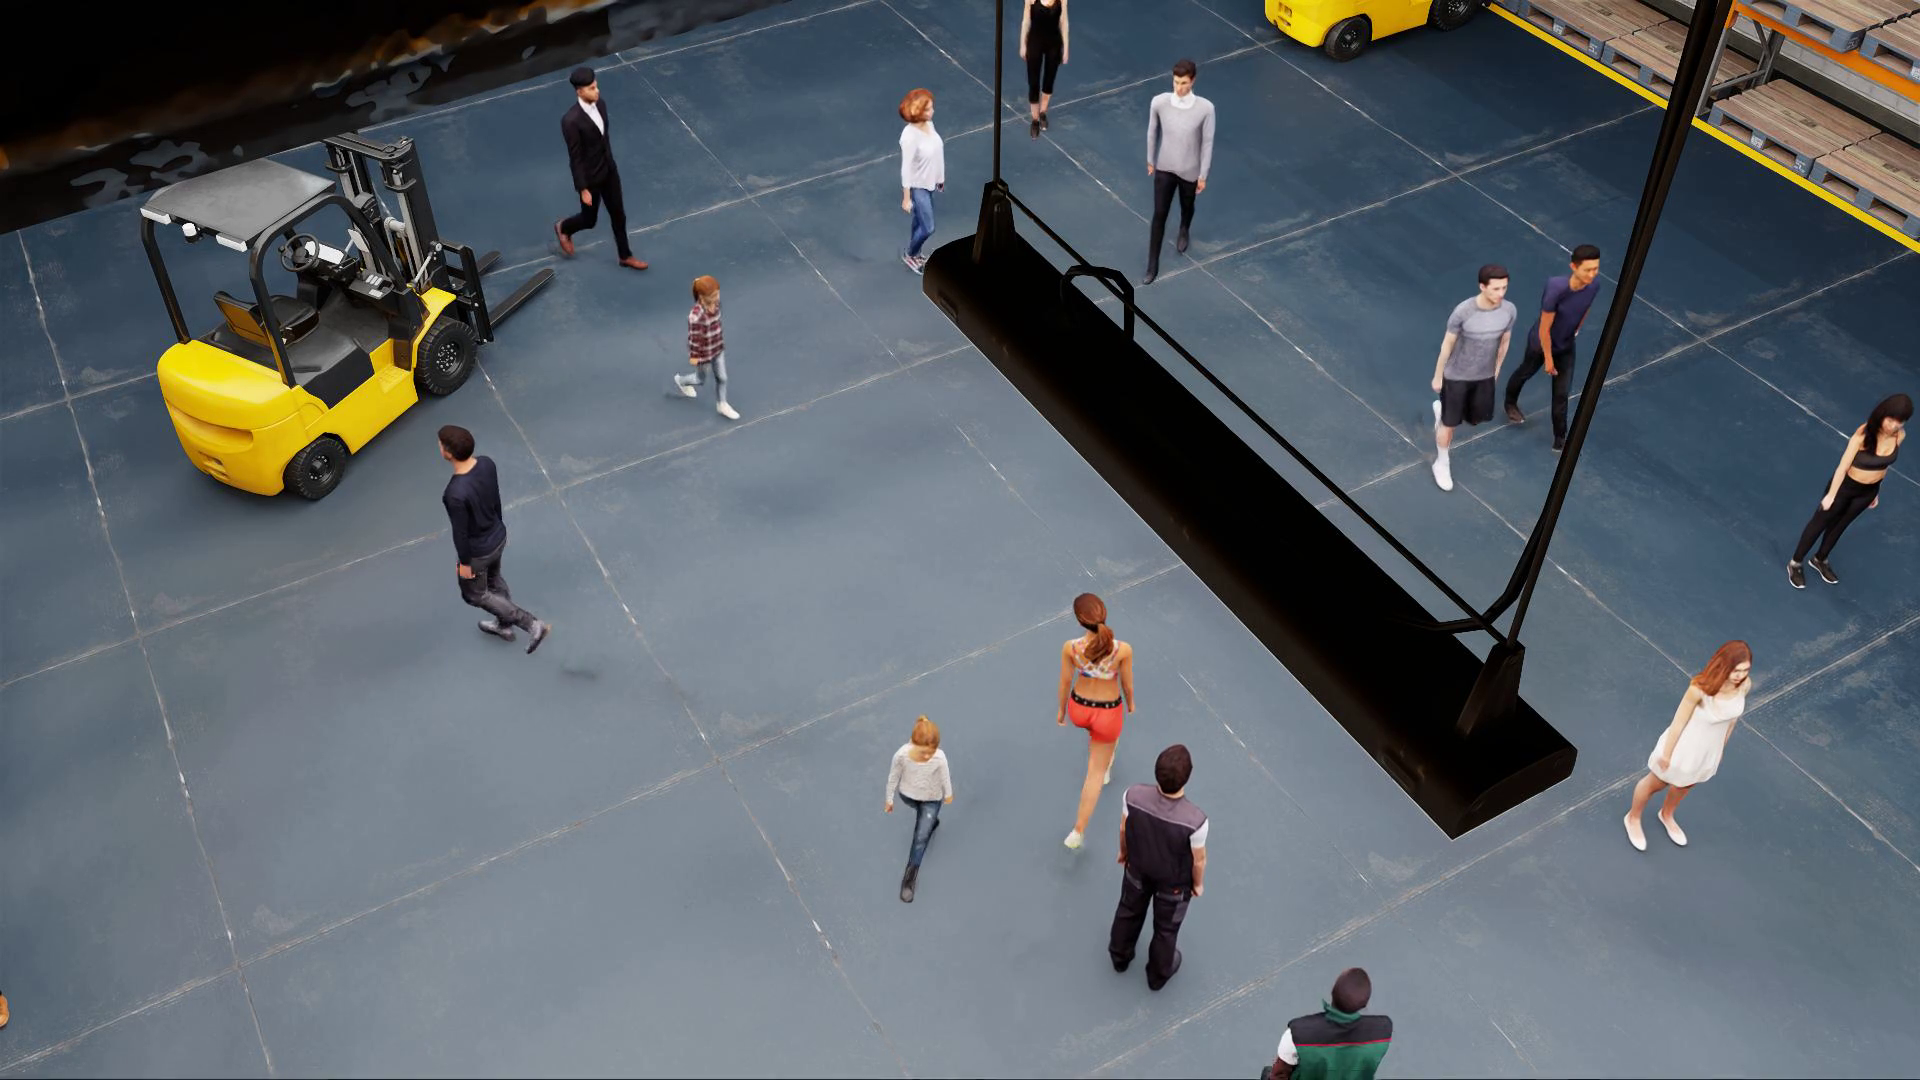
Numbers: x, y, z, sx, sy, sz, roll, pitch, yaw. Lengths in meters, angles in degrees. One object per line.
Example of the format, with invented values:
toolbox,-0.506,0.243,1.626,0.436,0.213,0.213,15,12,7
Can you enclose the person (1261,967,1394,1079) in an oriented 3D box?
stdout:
person,1.746,2.746,7.955,1.064,1.789,1.222,2,44,2

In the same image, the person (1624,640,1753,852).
person,4.256,1.173,9.664,0.628,1.709,0.620,-7,44,-7

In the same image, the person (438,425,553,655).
person,-3.015,0.049,10.741,1.015,1.853,0.948,12,45,12

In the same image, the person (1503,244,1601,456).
person,4.383,-1.527,12.473,0.819,1.745,1.137,-11,45,-11

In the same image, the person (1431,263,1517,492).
person,3.666,-1.277,12.133,0.888,1.851,1.054,-4,44,-4

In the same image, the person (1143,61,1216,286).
person,1.898,-3.198,14.135,1.258,1.871,1.311,11,45,11

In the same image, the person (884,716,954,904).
person,-0.204,1.432,9.705,0.906,1.279,0.942,13,45,14

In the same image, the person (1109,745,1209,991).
person,1.071,1.766,8.945,0.700,1.844,0.811,23,48,22

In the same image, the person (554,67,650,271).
person,-3.163,-3.122,14.066,1.248,1.856,1.075,20,47,20

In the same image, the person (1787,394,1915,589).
person,6.076,-0.361,11.324,0.617,1.641,0.609,-6,44,-6

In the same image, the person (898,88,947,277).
person,-0.417,-3.051,14.100,0.784,1.707,0.759,18,47,18

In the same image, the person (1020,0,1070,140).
person,0.804,-4.747,15.874,0.755,1.716,0.831,-3,44,-3

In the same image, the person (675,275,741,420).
person,-1.997,-1.503,12.784,0.907,1.280,0.742,24,49,23

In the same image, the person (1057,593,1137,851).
person,0.779,1.087,9.733,1.115,1.740,1.158,13,45,13
